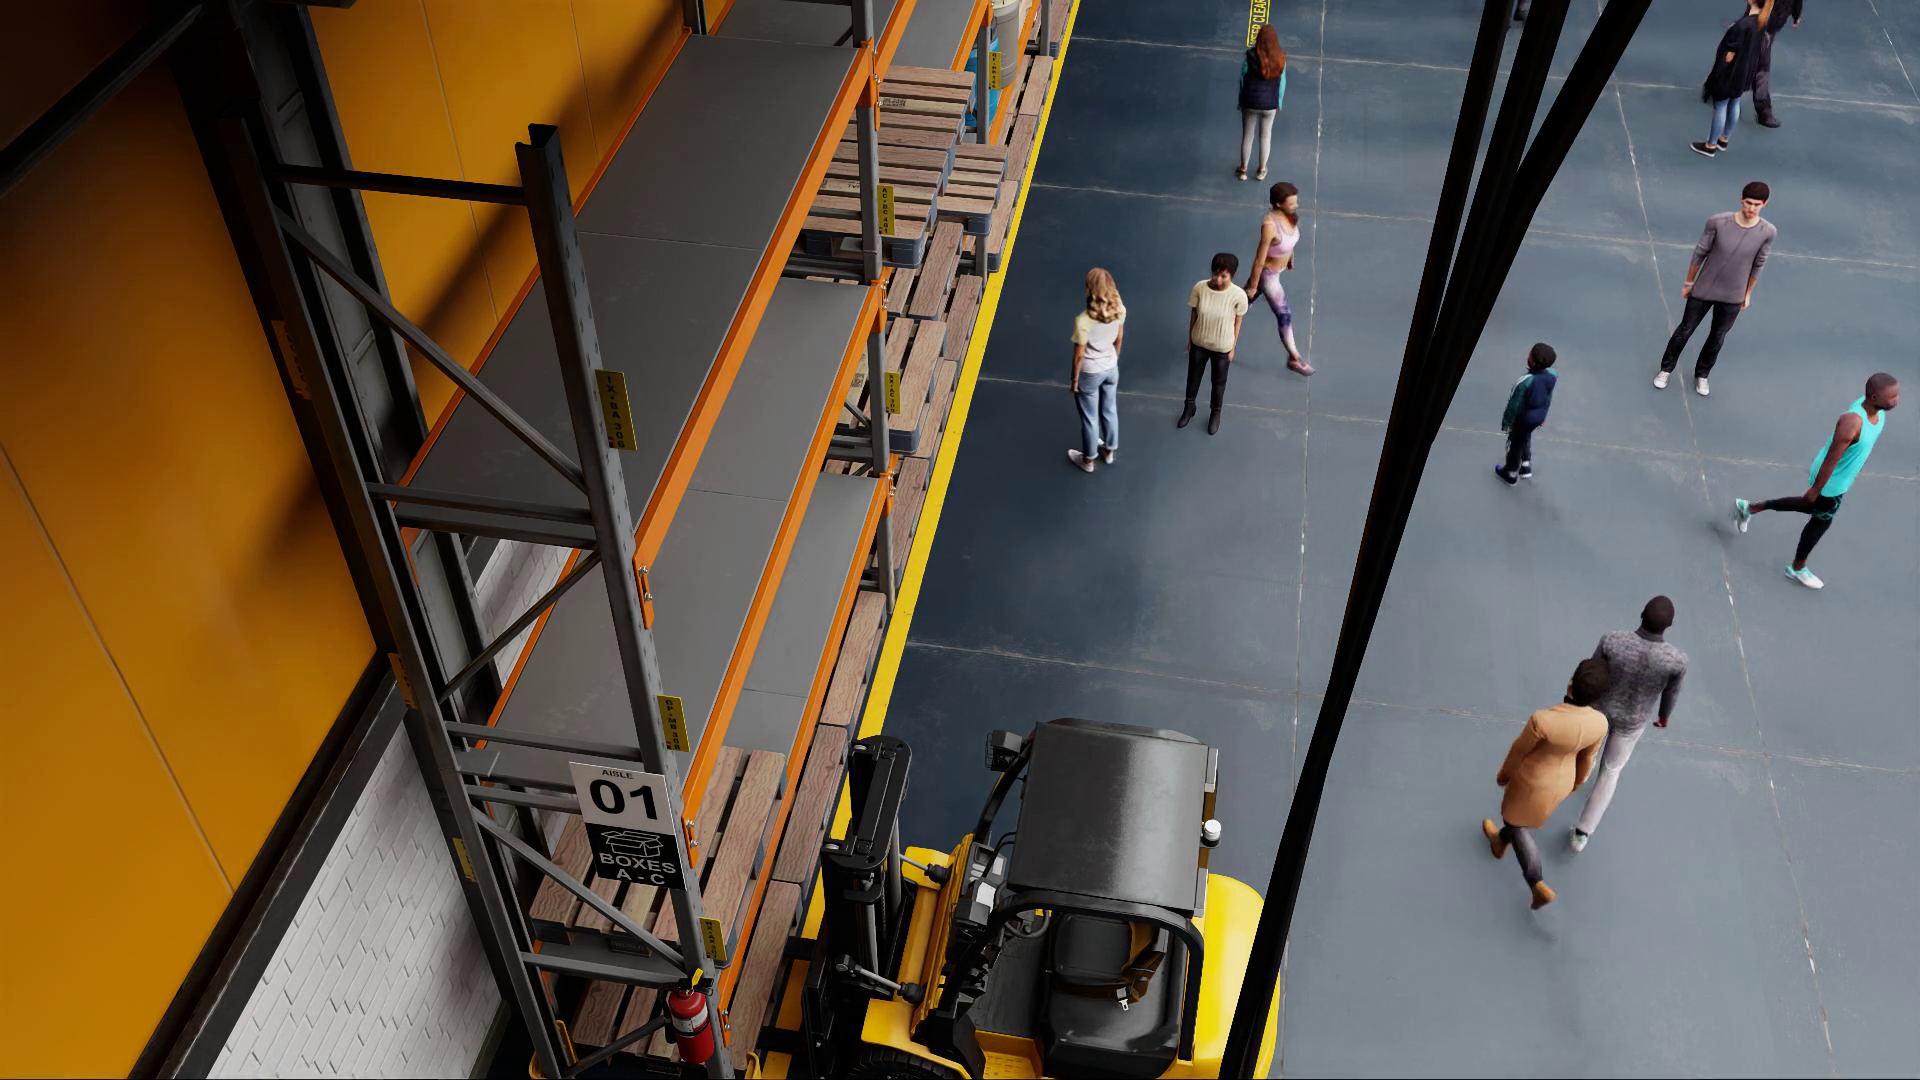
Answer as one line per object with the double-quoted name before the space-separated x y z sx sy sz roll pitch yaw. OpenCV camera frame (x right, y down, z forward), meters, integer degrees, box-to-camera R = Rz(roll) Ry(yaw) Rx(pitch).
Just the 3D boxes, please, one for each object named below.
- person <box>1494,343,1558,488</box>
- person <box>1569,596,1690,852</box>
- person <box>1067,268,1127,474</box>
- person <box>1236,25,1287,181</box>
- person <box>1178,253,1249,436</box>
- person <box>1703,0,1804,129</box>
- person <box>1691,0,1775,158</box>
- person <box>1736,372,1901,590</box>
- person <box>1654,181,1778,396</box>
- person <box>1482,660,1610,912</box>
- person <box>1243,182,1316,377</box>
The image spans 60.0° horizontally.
"person" 4.213 -0.891 12.243 0.610 1.246 0.655 -16 46 -17
"person" 3.859 1.074 9.773 0.903 1.808 1.246 18 46 18
"person" 1.017 -1.241 12.268 0.710 1.718 0.772 -27 50 -25
"person" 2.767 -4.037 15.362 0.590 1.500 0.589 3 44 4
"person" 1.916 -1.503 12.636 0.633 1.590 0.549 16 46 16
"person" 7.735 -4.997 16.109 1.269 1.859 1.360 -26 49 -24
"person" 7.295 -4.410 15.621 0.720 1.683 0.764 -22 48 -21
"person" 5.897 -0.482 11.420 1.049 1.790 1.020 -34 53 -31
"person" 5.905 -1.967 12.933 0.696 1.853 0.577 12 45 12
"person" 3.351 1.423 9.489 0.890 1.695 1.108 -9 44 -10
"person" 2.354 -2.087 13.158 0.983 1.715 1.234 16 46 16
